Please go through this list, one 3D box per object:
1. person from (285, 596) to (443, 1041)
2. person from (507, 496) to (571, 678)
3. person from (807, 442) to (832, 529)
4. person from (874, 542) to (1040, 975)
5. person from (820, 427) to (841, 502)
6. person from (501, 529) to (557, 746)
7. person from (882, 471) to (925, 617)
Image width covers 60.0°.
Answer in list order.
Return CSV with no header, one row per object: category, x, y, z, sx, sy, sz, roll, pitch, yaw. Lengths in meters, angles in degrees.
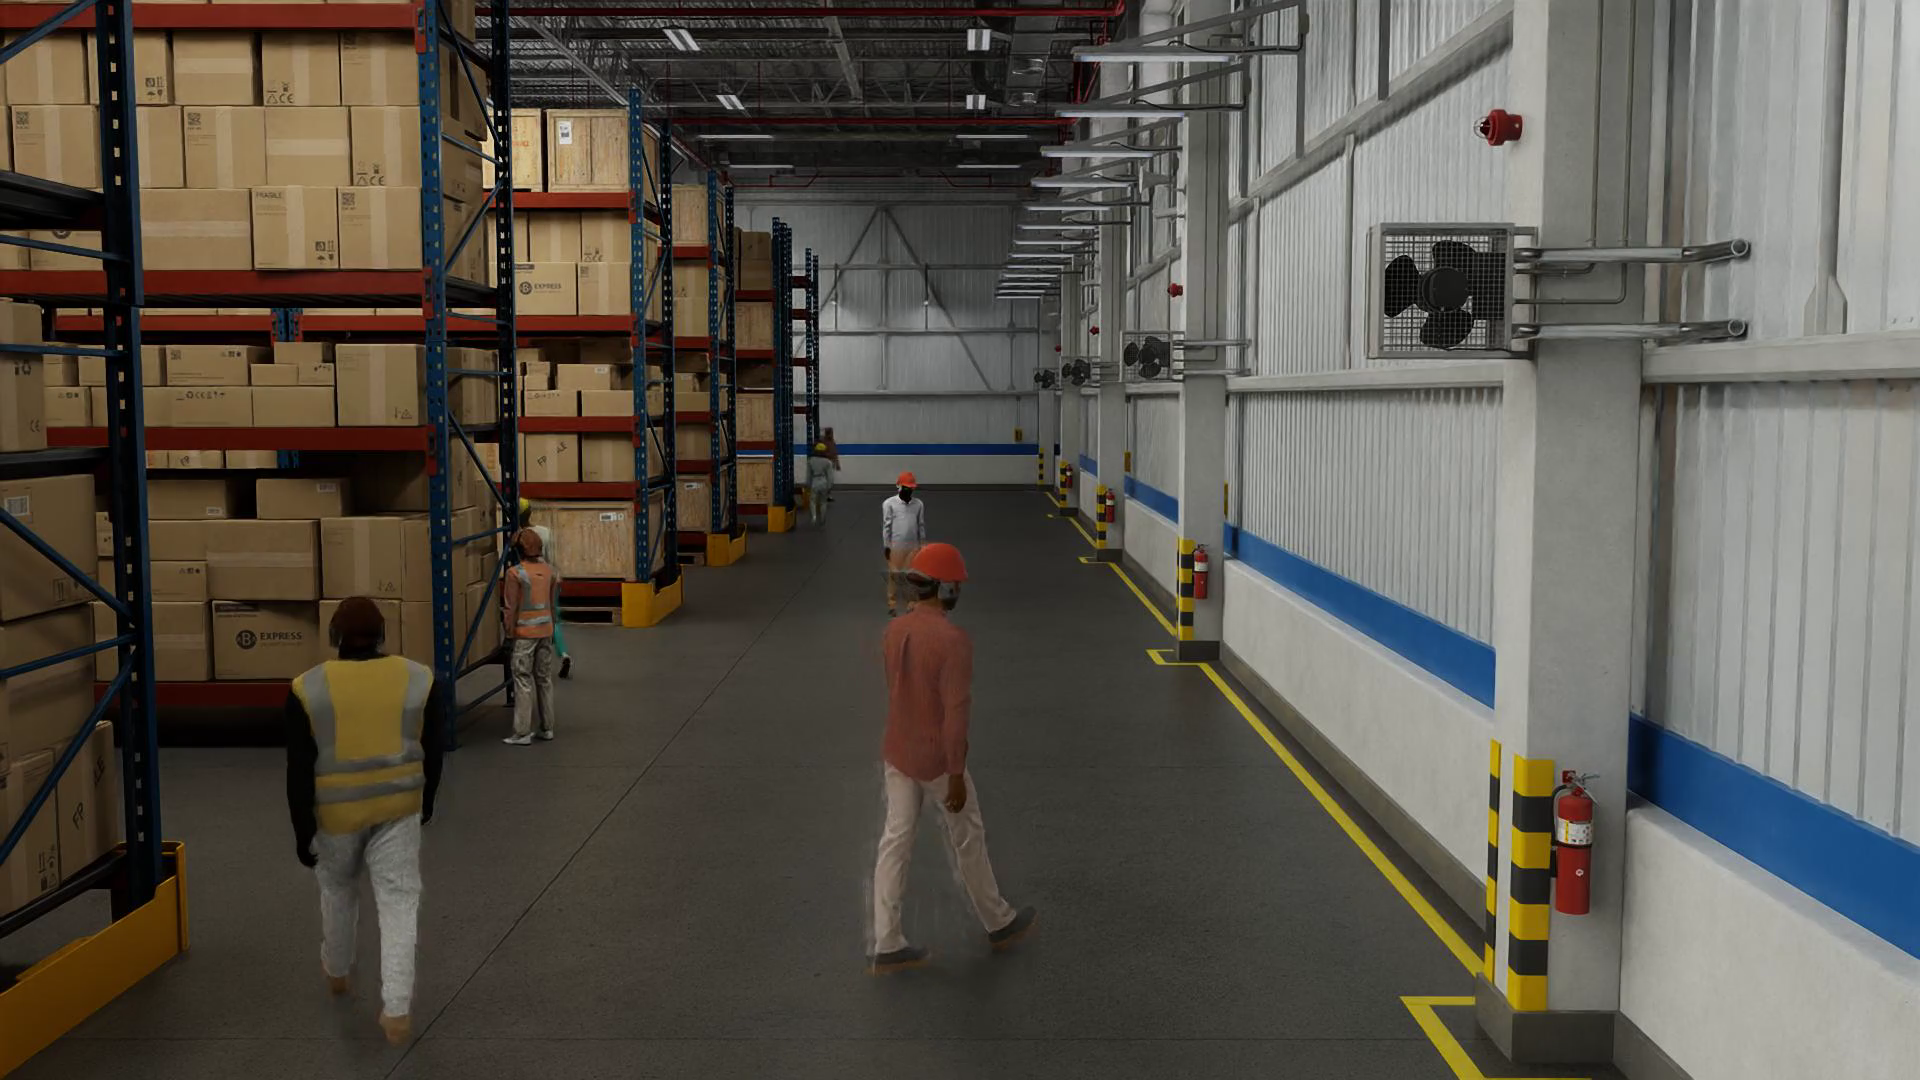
person,-2.516,1.128,7.030,0.633,1.788,0.978,-2,5,-27
person,-3.981,0.434,15.542,0.844,1.715,0.538,5,7,43
person,-2.787,-1.069,32.947,0.510,1.730,0.418,0,5,-2
person,-0.045,0.986,7.728,0.961,1.951,0.653,-4,7,-42
person,-3.237,-1.879,41.570,0.629,1.872,0.793,3,6,30
person,-3.244,0.732,12.582,0.315,1.630,0.528,3,6,29
person,-0.656,0.052,19.859,0.564,1.743,0.349,-3,6,-29
